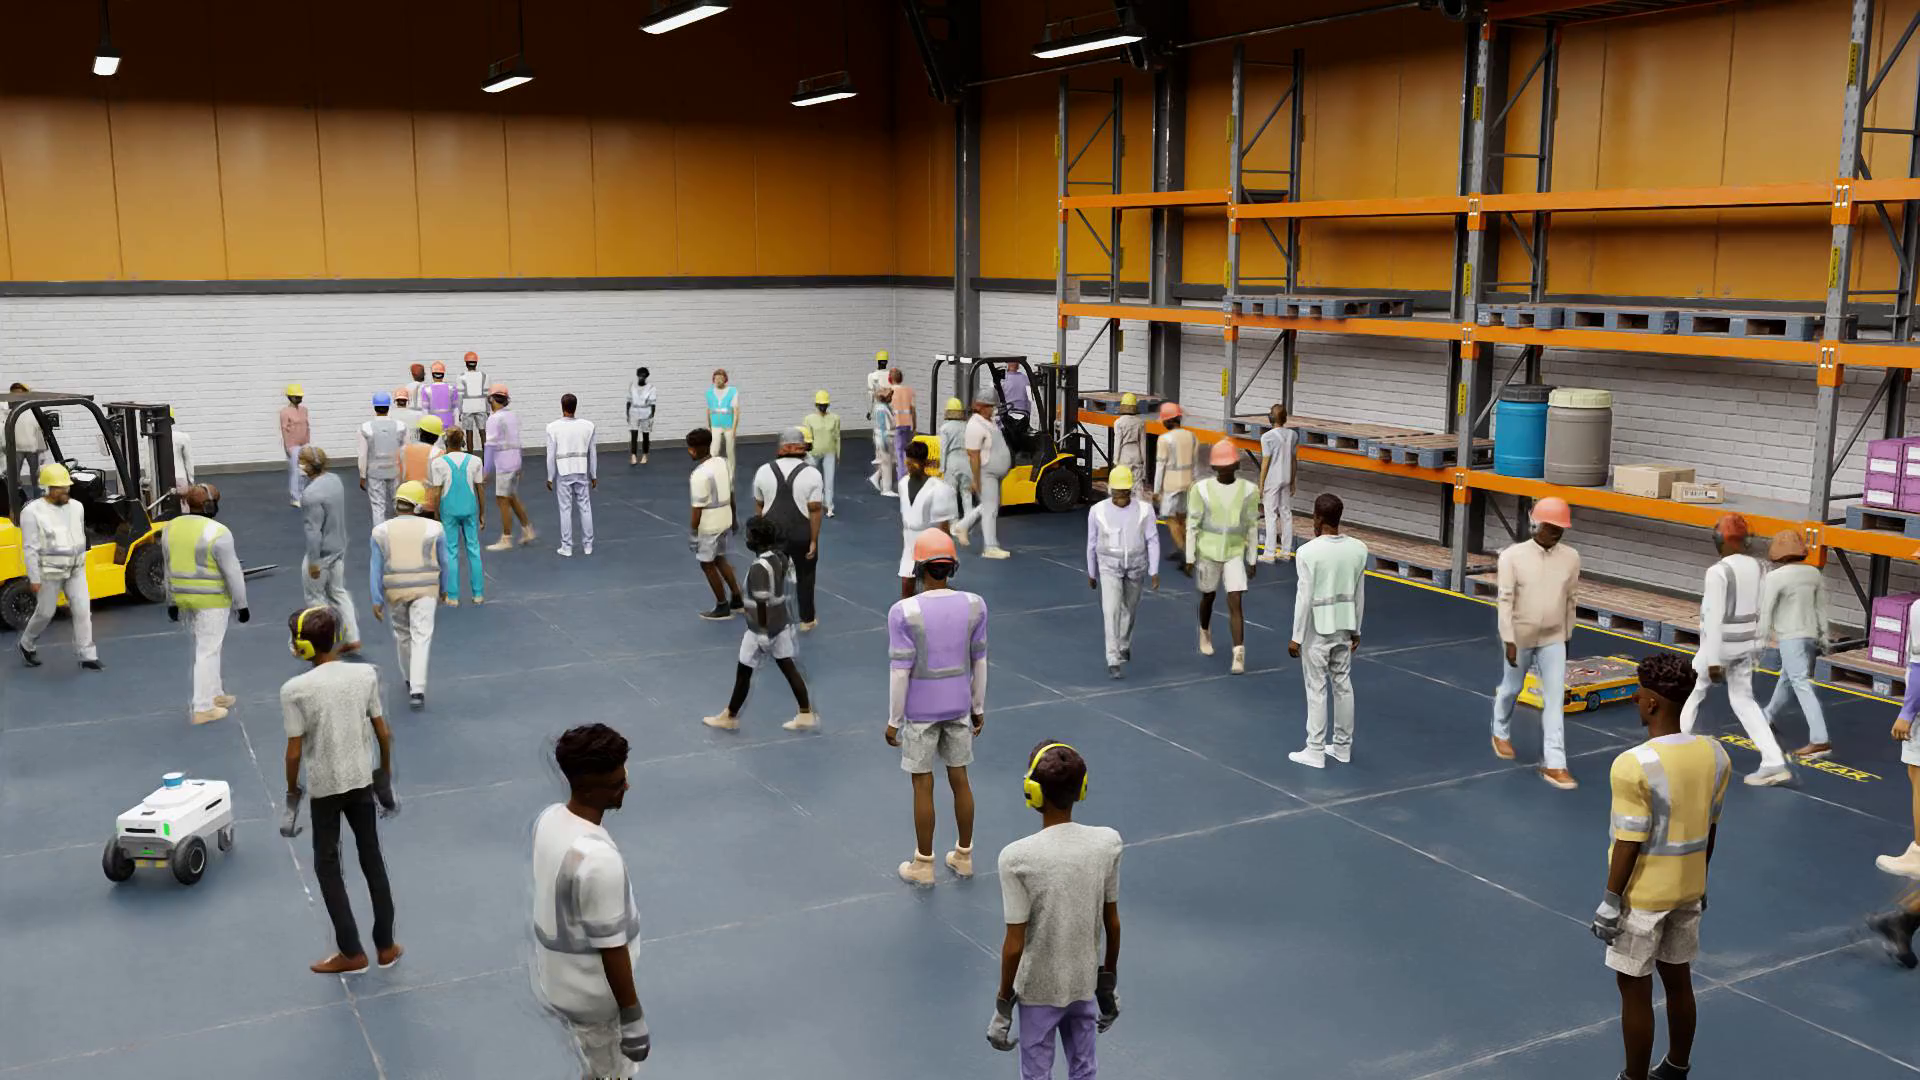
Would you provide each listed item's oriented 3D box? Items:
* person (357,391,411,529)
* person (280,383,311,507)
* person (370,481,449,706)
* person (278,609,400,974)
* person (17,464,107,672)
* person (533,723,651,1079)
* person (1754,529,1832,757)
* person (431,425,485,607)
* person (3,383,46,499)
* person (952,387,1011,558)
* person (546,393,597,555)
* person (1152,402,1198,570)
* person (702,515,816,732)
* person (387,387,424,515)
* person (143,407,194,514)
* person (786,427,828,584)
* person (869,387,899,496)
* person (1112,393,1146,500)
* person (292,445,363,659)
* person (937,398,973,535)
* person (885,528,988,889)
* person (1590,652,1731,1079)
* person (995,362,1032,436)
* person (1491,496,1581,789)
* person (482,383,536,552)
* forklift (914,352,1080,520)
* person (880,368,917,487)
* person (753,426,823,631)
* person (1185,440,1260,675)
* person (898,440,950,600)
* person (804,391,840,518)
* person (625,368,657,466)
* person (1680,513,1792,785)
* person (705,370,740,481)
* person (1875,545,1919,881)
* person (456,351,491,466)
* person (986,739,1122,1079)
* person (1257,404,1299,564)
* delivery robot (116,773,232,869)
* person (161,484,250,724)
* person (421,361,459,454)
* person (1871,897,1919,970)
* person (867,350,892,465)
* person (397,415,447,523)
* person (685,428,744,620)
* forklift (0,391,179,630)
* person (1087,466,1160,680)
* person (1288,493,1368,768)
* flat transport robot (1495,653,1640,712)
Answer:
[{"bbox_3d":[-6.776,-0.781,19.626,0.617,1.946,0.396,-5,11,-28],"label":"person"},{"bbox_3d":[-9.245,-1.318,23.269,0.369,1.750,0.538,4,11,22],"label":"person"},{"bbox_3d":[-4.389,0.417,13.290,0.584,1.777,0.995,-2,10,-11],"label":"person"},{"bbox_3d":[-3.068,1.247,8.273,0.382,1.843,0.581,9,13,43],"label":"person"},{"bbox_3d":[-7.759,0.234,14.219,0.845,1.807,0.610,4,11,24],"label":"person"},{"bbox_3d":[-1.298,1.593,5.992,0.421,1.938,0.647,-6,11,-29],"label":"person"},{"bbox_3d":[6.029,0.723,12.027,0.547,1.581,0.855,-4,11,-22],"label":"person"},{"bbox_3d":[-5.066,-0.242,16.815,0.519,1.844,0.330,-5,11,-28],"label":"person"},{"bbox_3d":[-12.430,-1.152,22.060,0.544,1.840,0.776,-1,10,-8],"label":"person"},{"bbox_3d":[0.260,-0.815,19.555,0.704,2.000,0.684,3,10,14],"label":"person"},{"bbox_3d":[-4.582,-0.772,19.659,0.599,1.917,0.375,-5,11,-28],"label":"person"},{"bbox_3d":[2.494,-0.613,18.833,0.579,1.899,0.757,-7,12,-34],"label":"person"},{"bbox_3d":[-1.476,0.629,12.357,0.861,1.648,0.543,2,10,10],"label":"person"},{"bbox_3d":[-7.538,-1.195,22.564,0.575,1.749,0.336,-5,11,-28],"label":"person"},{"bbox_3d":[-9.420,-0.726,19.833,0.534,1.767,0.318,-5,11,-28],"label":"person"},{"bbox_3d":[-1.691,-0.360,17.867,0.639,1.719,0.512,6,12,32],"label":"person"},{"bbox_3d":[-1.108,-1.435,24.339,0.415,1.624,0.523,2,10,14],"label":"person"},{"bbox_3d":[2.199,-1.051,21.770,0.494,1.743,0.309,-5,11,-28],"label":"person"},{"bbox_3d":[-5.579,0.104,14.622,0.620,1.912,0.740,1,10,3],"label":"person"},{"bbox_3d":[-0.060,-0.928,21.115,0.525,1.729,0.426,-7,12,-33],"label":"person"},{"bbox_3d":[-0.146,0.945,9.417,0.616,2.041,0.382,-5,11,-28],"label":"person"},{"bbox_3d":[2.865,1.426,6.866,0.616,1.964,0.361,-5,11,-28],"label":"person"},{"bbox_3d":[0.833,-1.995,26.741,0.654,1.904,0.406,-5,11,-28],"label":"person"},{"bbox_3d":[3.955,0.648,11.436,0.607,1.940,1.003,0,10,-1],"label":"person"},{"bbox_3d":[-5.454,-0.863,19.939,0.502,2.022,0.773,2,10,9],"label":"person"},{"bbox_3d":[0.460,-1.461,22.833,2.313,2.155,1.214,-5,11,-28],"label":"forklift"},{"bbox_3d":[-0.926,-1.697,25.311,0.565,1.807,0.533,-6,11,-31],"label":"person"},{"bbox_3d":[-1.597,-0.088,15.371,0.686,2.000,1.013,2,10,11],"label":"person"},{"bbox_3d":[2.272,0.111,14.427,0.631,1.976,1.020,1,10,5],"label":"person"},{"bbox_3d":[-0.264,0.017,15.124,0.650,1.924,0.833,8,13,40],"label":"person"},{"bbox_3d":[-1.883,-1.182,22.624,0.528,1.717,0.977,-2,10,-10],"label":"person"},{"bbox_3d":[-5.336,-2.063,27.807,0.546,1.655,0.766,0,10,1],"label":"person"},{"bbox_3d":[5.224,0.737,11.253,0.582,1.847,0.902,-6,11,-30],"label":"person"},{"bbox_3d":[-3.627,-1.672,25.202,0.560,1.784,0.982,1,10,7],"label":"person"},{"bbox_3d":[5.562,0.927,9.523,0.616,2.039,0.387,-5,11,-28],"label":"person"},{"bbox_3d":[-8.086,-2.168,27.647,0.553,1.933,0.370,-5,11,-28],"label":"person"},{"bbox_3d":[0.339,1.631,5.974,0.537,1.865,0.312,-5,11,-28],"label":"person"},{"bbox_3d":[3.649,-0.648,19.155,0.519,1.844,0.330,-5,11,-28],"label":"person"},{"bbox_3d":[-4.559,1.598,9.666,0.477,0.478,0.707,1,10,5],"label":"delivery robot"},{"bbox_3d":[-5.742,0.468,12.806,0.654,1.816,0.694,4,11,23],"label":"person"},{"bbox_3d":[-7.856,-1.734,25.144,0.553,1.935,0.364,-5,11,-28],"label":"person"},{"bbox_3d":[4.937,1.270,7.966,0.864,1.906,0.547,7,12,33],"label":"person"},{"bbox_3d":[-1.300,-2.227,28.007,0.595,1.925,0.374,-5,11,-28],"label":"person"},{"bbox_3d":[-5.743,-0.400,17.707,0.623,1.862,0.937,2,10,11],"label":"person"},{"bbox_3d":[-2.392,-0.152,16.105,0.387,1.911,0.712,4,10,19],"label":"person"},{"bbox_3d":[-9.026,-0.363,16.508,1.214,2.155,2.313,6,11,29],"label":"forklift"},{"bbox_3d":[1.391,0.239,14.238,0.587,1.787,0.911,-1,10,-4],"label":"person"},{"bbox_3d":[2.564,0.631,11.588,0.599,1.915,0.375,-5,11,-28],"label":"person"},{"bbox_3d":[5.076,1.140,13.389,1.431,0.197,0.652,-5,11,-28],"label":"flat transport robot"}]
